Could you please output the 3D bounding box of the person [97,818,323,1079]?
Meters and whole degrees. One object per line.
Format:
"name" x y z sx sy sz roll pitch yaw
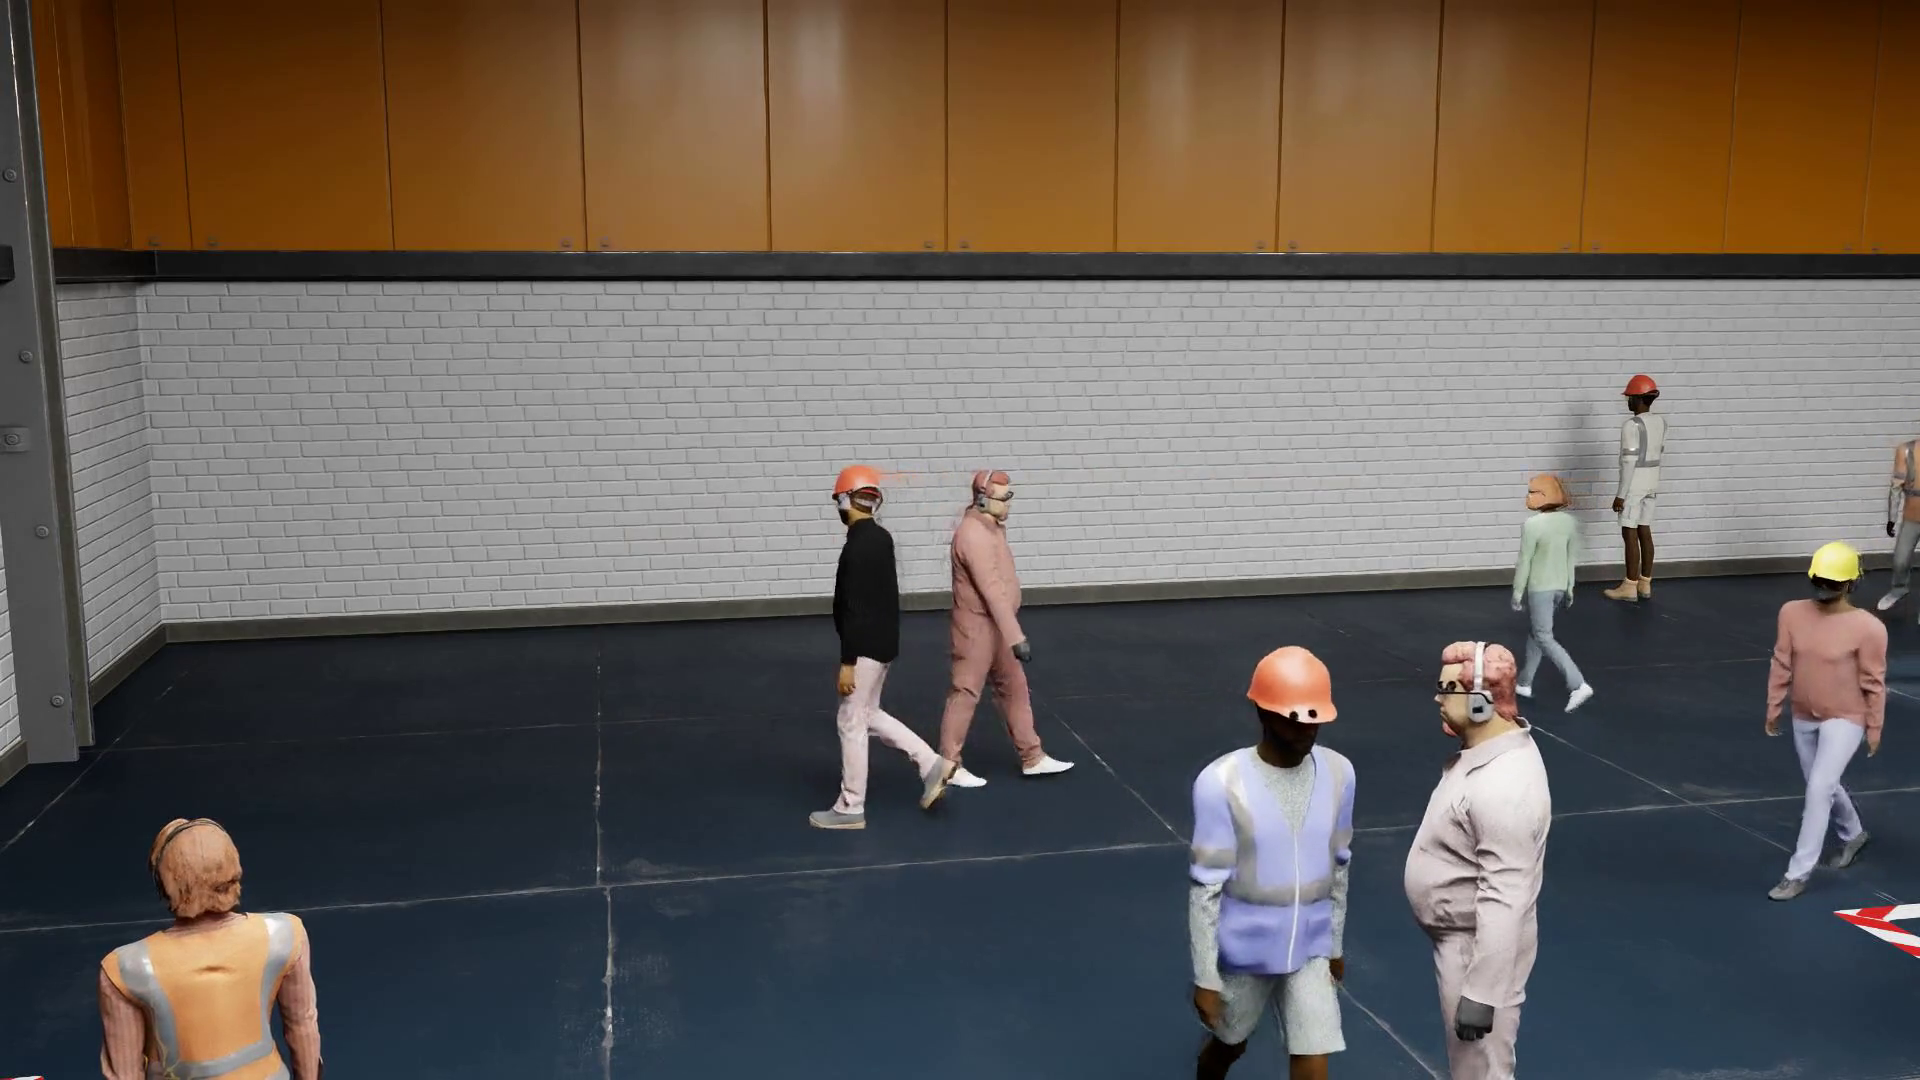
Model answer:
"person" -1.882 1.506 4.226 0.525 1.636 0.307 -7 12 -37

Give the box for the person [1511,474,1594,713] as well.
"person" 4.050 0.351 11.372 0.512 1.604 0.792 -6 11 -31

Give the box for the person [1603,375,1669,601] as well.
"person" 6.099 -0.470 15.030 0.615 2.042 0.372 -7 12 -38

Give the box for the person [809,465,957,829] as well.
"person" -0.425 0.580 8.891 0.701 1.960 0.643 1 9 9

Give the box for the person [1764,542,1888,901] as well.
"person" 4.232 0.835 8.041 0.866 1.723 0.527 -5 11 -30

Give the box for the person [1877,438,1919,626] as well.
"person" 8.103 -0.217 13.908 0.617 1.904 0.655 5 11 30

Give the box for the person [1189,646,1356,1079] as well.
"person" 0.957 1.232 5.159 0.580 1.893 0.985 -2 10 -14

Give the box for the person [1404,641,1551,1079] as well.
"person" 1.544 1.240 5.035 0.402 1.904 0.652 3 10 16

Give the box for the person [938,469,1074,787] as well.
"person" 0.258 0.528 9.500 0.913 1.863 0.649 2 9 9
